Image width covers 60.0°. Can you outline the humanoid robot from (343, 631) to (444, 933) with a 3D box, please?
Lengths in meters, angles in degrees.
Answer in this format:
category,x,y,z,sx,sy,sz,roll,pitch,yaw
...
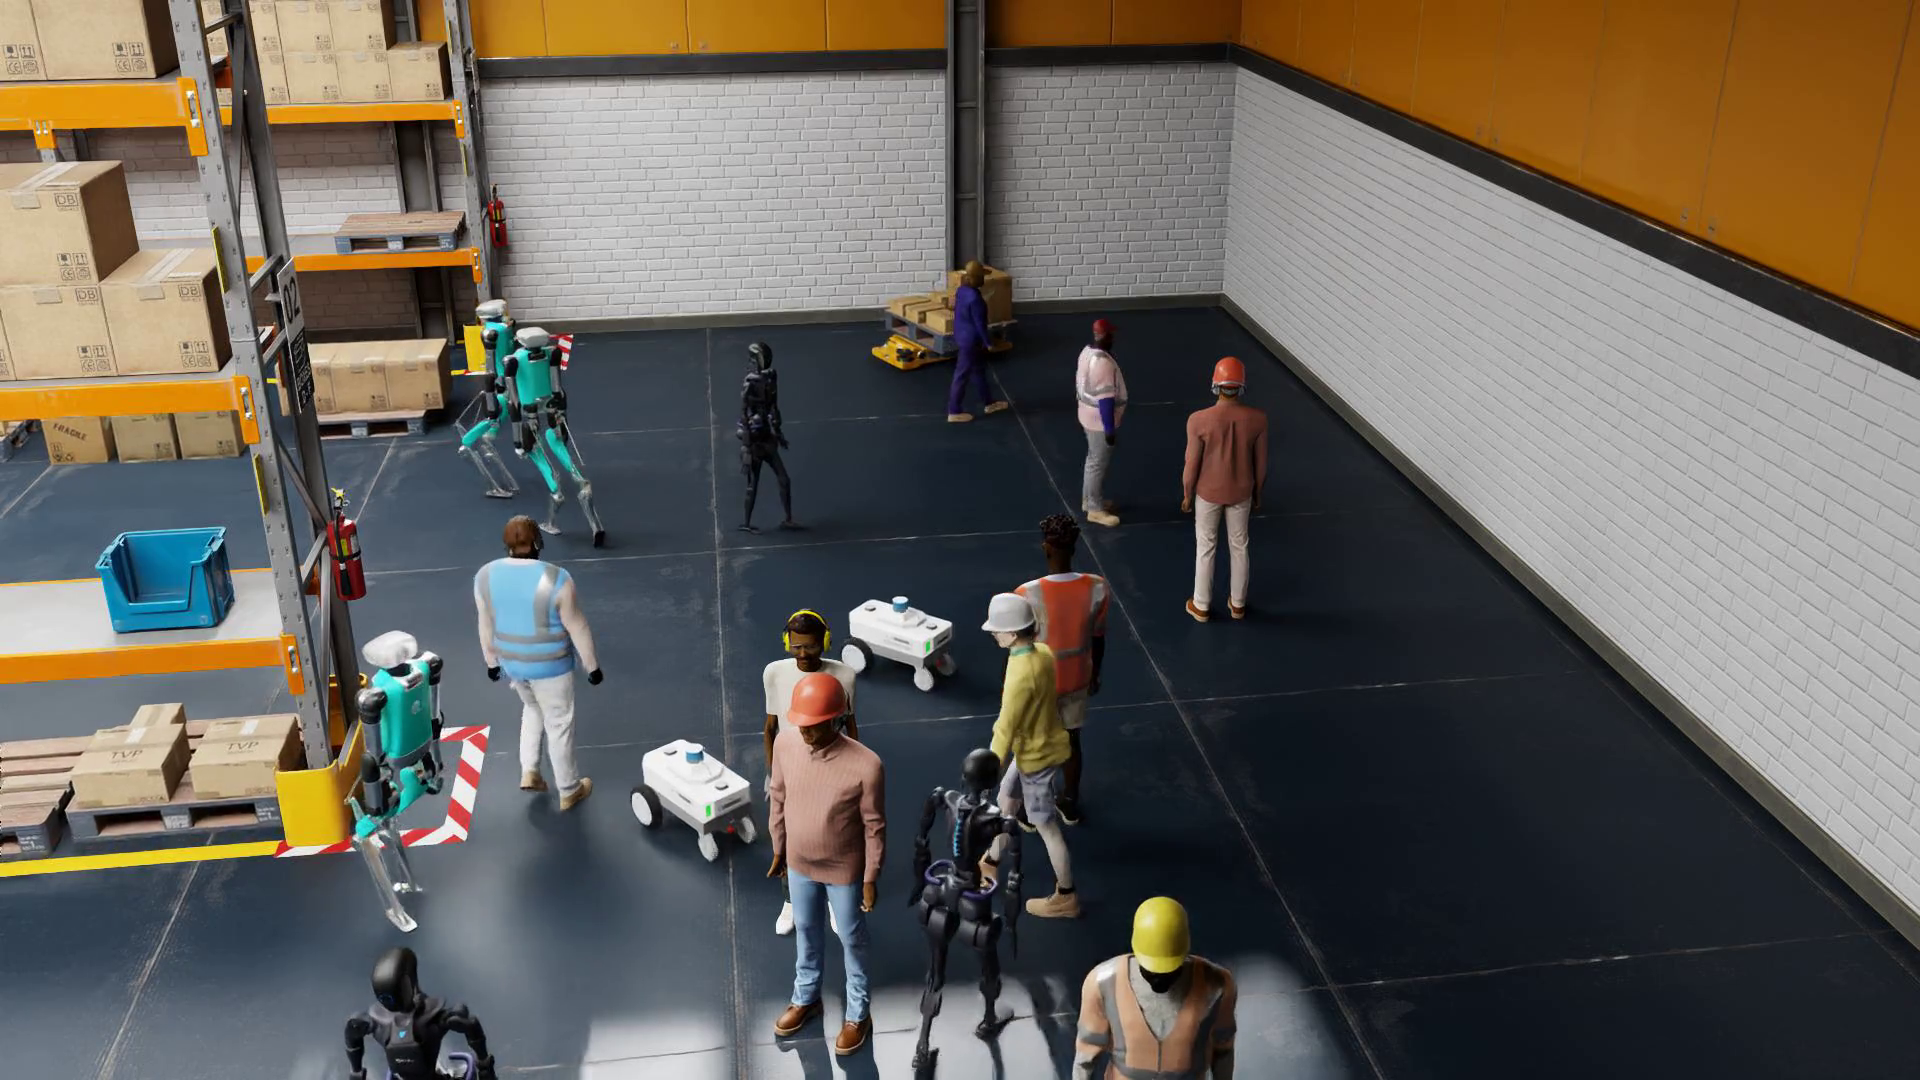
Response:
category,x,y,z,sx,sy,sz,roll,pitch,yaw
humanoid robot,-3.060,1.261,8.730,0.813,1.800,0.552,11,26,23

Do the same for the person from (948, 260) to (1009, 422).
category,x,y,z,sx,sy,sz,roll,pitch,yaw
person,0.204,-1.926,16.128,0.711,1.600,0.462,-5,24,-10

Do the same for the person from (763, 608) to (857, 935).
category,x,y,z,sx,sy,sz,roll,pitch,yaw
person,-0.771,1.210,8.649,0.508,1.872,0.329,-1,24,-1

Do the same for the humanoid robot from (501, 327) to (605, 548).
category,x,y,z,sx,sy,sz,roll,pitch,yaw
humanoid robot,-3.183,-0.768,13.362,0.911,1.799,0.548,19,30,37

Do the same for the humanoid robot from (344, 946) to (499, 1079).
category,x,y,z,sx,sy,sz,roll,pitch,yaw
humanoid robot,-2.052,2.233,6.562,0.593,1.634,0.420,-2,24,-4

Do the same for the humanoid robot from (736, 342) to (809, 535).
category,x,y,z,sx,sy,sz,roll,pitch,yaw
humanoid robot,-1.574,-0.812,13.509,0.577,1.638,0.611,9,25,20

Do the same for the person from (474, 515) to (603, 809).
category,x,y,z,sx,sy,sz,roll,pitch,yaw
person,-2.467,0.735,9.803,0.722,1.813,0.436,8,25,19

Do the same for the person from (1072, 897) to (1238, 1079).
category,x,y,z,sx,sy,sz,roll,pitch,yaw
person,0.726,2.210,6.341,0.616,1.885,0.911,3,24,8

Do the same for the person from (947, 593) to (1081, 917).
category,x,y,z,sx,sy,sz,roll,pitch,yaw
person,0.286,1.150,8.821,0.855,1.844,0.528,5,24,12

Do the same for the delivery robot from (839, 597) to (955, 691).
category,x,y,z,sx,sy,sz,roll,pitch,yaw
delivery robot,-0.425,0.682,11.504,0.808,0.607,0.499,15,28,30

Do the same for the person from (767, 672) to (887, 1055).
category,x,y,z,sx,sy,sz,roll,pitch,yaw
person,-0.634,1.508,7.815,0.610,1.995,0.376,12,26,25

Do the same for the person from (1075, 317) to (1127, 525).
category,x,y,z,sx,sy,sz,roll,pitch,yaw
person,1.169,-0.987,13.830,0.422,1.740,0.656,-1,24,-3

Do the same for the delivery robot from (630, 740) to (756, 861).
category,x,y,z,sx,sy,sz,roll,pitch,yaw
delivery robot,-1.540,1.468,9.702,0.499,0.600,0.804,-21,31,-39

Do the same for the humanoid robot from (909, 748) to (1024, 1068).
category,x,y,z,sx,sy,sz,roll,pitch,yaw
humanoid robot,-0.005,1.713,7.802,0.609,1.641,0.660,16,29,33

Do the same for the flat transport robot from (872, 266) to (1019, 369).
category,x,y,z,sx,sy,sz,roll,pitch,yaw
flat transport robot,-0.187,-2.148,18.290,1.431,0.231,0.659,-15,28,-30

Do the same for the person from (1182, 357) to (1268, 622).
category,x,y,z,sx,sy,sz,roll,pitch,yaw
person,1.902,-0.359,12.072,0.611,1.993,0.393,-3,24,-6

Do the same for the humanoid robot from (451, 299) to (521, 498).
category,x,y,z,sx,sy,sz,roll,pitch,yaw
humanoid robot,-4.090,-1.153,14.247,0.663,1.841,0.540,3,24,6

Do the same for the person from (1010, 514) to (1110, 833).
category,x,y,z,sx,sy,sz,roll,pitch,yaw
person,0.547,0.775,9.545,0.620,1.950,0.389,-10,26,-21
